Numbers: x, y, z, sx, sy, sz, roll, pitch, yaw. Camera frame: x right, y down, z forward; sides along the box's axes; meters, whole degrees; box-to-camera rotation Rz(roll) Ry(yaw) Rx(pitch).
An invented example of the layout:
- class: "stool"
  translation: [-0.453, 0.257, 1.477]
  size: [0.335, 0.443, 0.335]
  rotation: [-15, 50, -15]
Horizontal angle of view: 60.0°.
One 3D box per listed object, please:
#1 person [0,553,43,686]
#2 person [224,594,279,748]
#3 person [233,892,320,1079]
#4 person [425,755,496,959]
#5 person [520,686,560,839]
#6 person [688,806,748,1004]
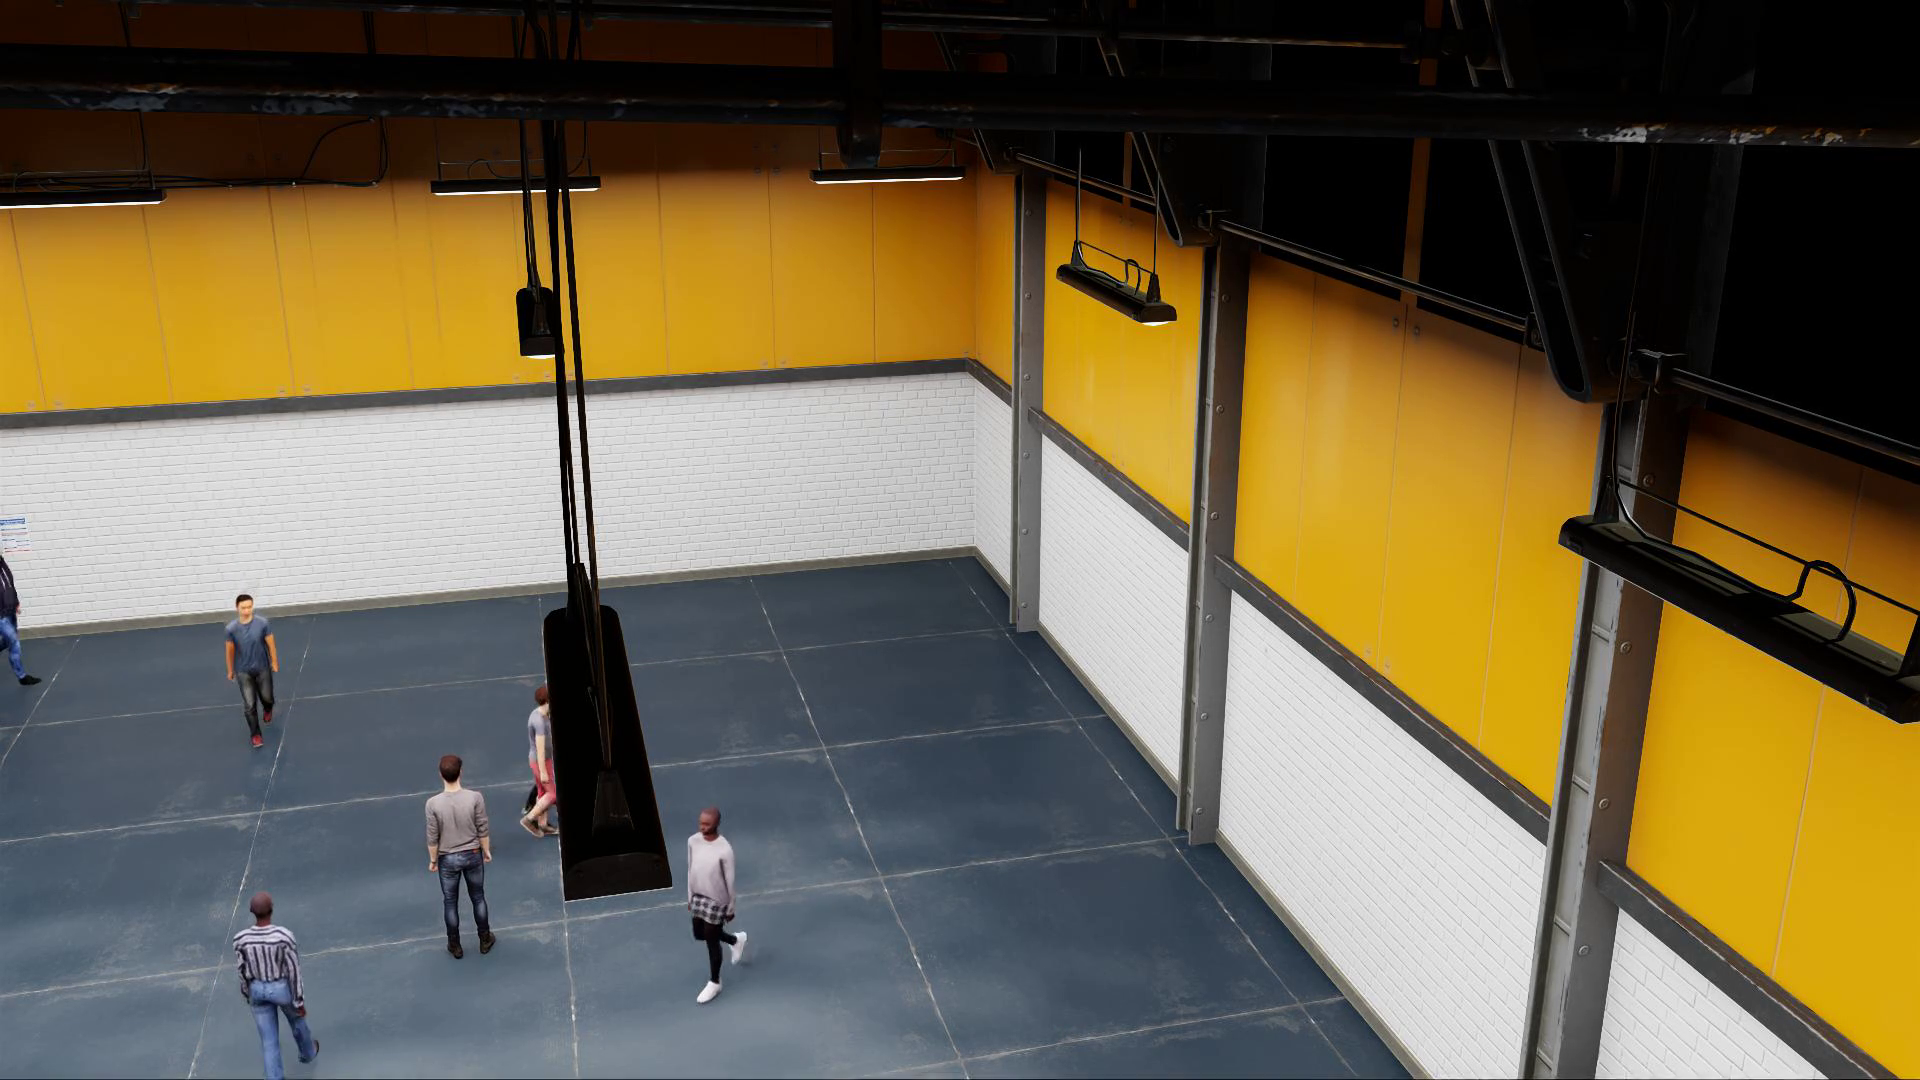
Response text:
- class: "person"
  translation: [-11.805, 0.904, 20.360]
  size: [1.005, 1.864, 1.154]
  rotation: [2, 19, 6]
- class: "person"
  translation: [-8.055, 1.426, 18.928]
  size: [0.794, 1.787, 0.969]
  rotation: [-8, 20, -21]
- class: "person"
  translation: [-5.232, 3.557, 12.641]
  size: [0.760, 1.761, 1.110]
  rotation: [-2, 19, -7]
- class: "person"
  translation: [-4.413, 2.795, 14.680]
  size: [0.709, 1.903, 0.615]
  rotation: [-7, 20, -19]
- class: "person"
  translation: [-4.267, 2.257, 16.705]
  size: [0.732, 1.632, 0.668]
  rotation: [-3, 19, -10]
- class: "person"
  translation: [-2.063, 3.037, 14.191]
  size: [0.976, 1.758, 1.027]
  rotation: [11, 22, 30]
